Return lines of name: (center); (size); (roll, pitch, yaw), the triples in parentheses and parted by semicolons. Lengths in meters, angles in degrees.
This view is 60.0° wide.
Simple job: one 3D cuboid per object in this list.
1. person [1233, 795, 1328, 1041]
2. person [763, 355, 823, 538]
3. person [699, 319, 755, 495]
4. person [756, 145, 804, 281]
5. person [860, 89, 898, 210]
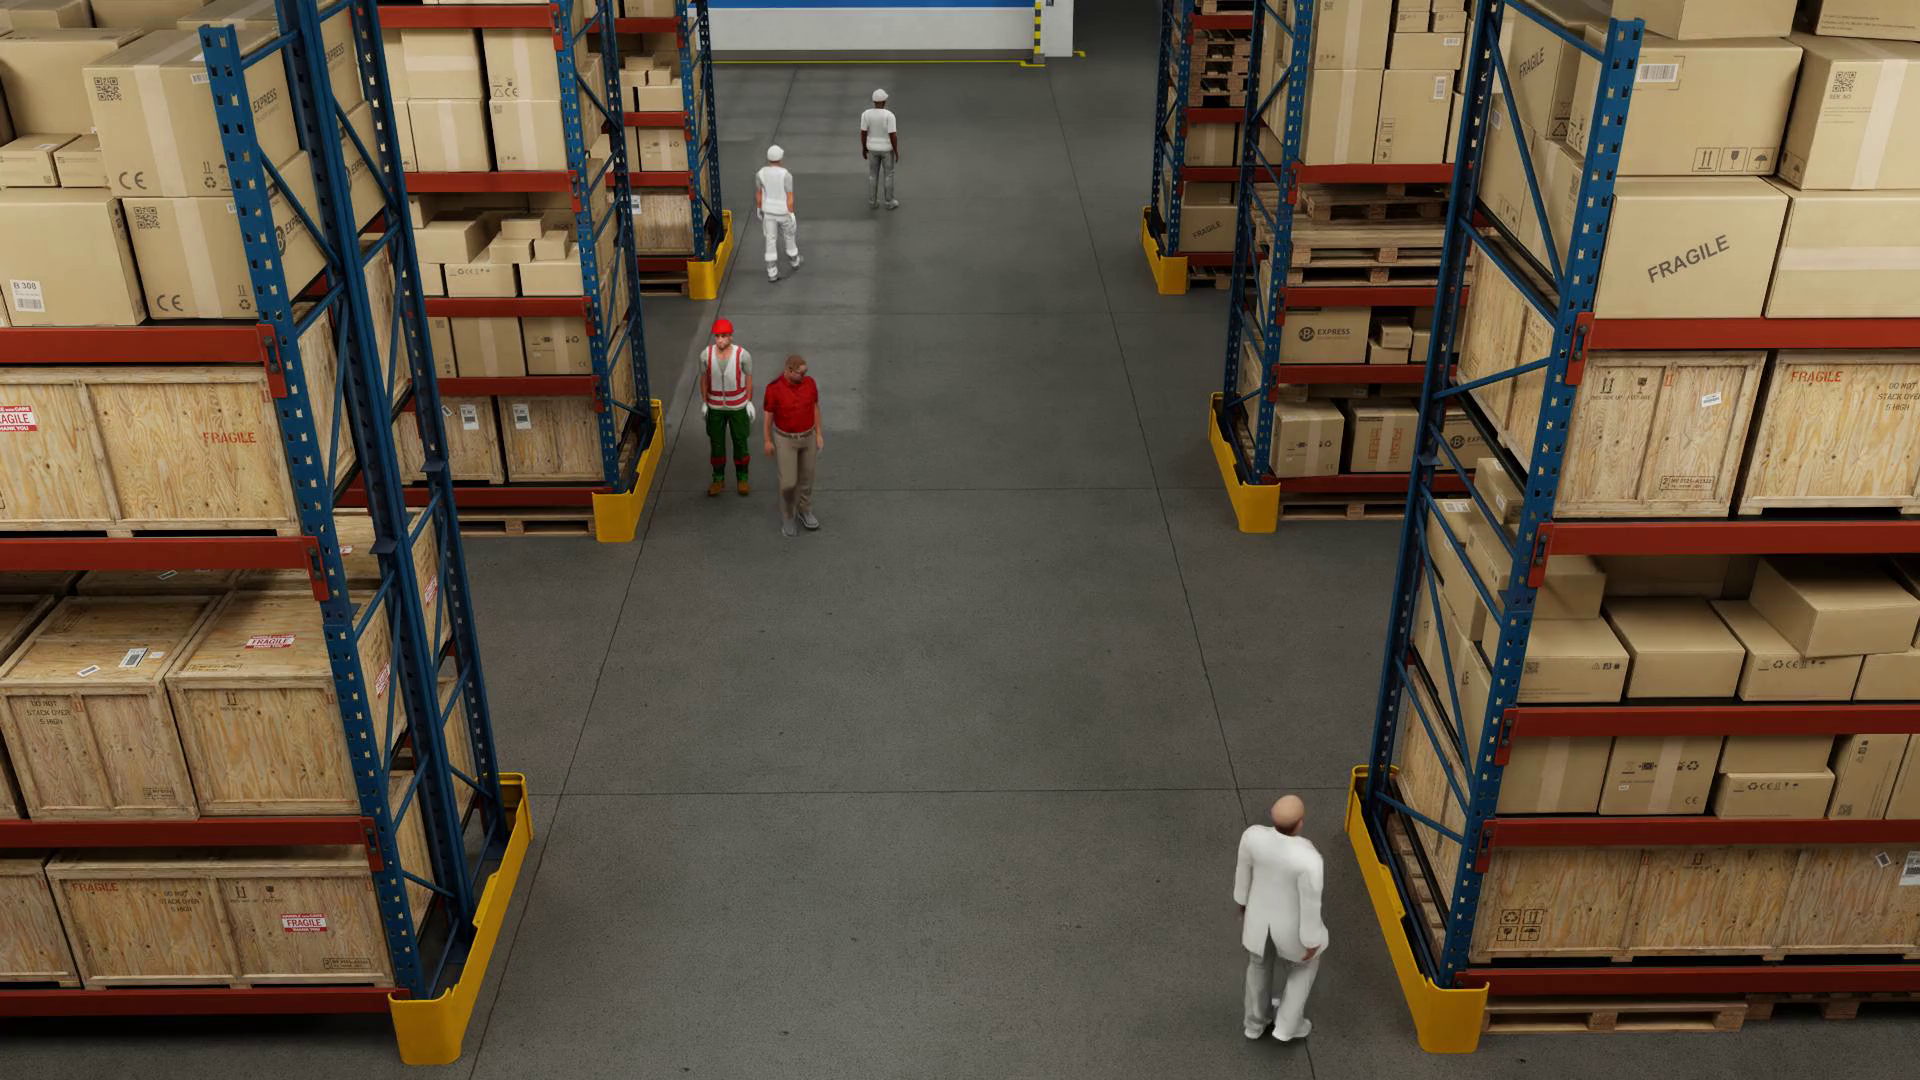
person: (1.898, 2.204, 9.789); (0.608, 1.808, 0.438); (19, 34, 31)
person: (-1.528, -0.907, 15.623); (0.571, 1.751, 0.382); (-17, 33, -28)
person: (-2.276, -1.303, 16.303); (0.529, 1.795, 0.366); (-1, 28, -1)
person: (-2.402, -4.391, 22.040); (0.552, 1.771, 0.806); (5, 29, 9)
person: (-1.169, -5.817, 24.725); (0.566, 1.771, 0.396); (8, 29, 14)
